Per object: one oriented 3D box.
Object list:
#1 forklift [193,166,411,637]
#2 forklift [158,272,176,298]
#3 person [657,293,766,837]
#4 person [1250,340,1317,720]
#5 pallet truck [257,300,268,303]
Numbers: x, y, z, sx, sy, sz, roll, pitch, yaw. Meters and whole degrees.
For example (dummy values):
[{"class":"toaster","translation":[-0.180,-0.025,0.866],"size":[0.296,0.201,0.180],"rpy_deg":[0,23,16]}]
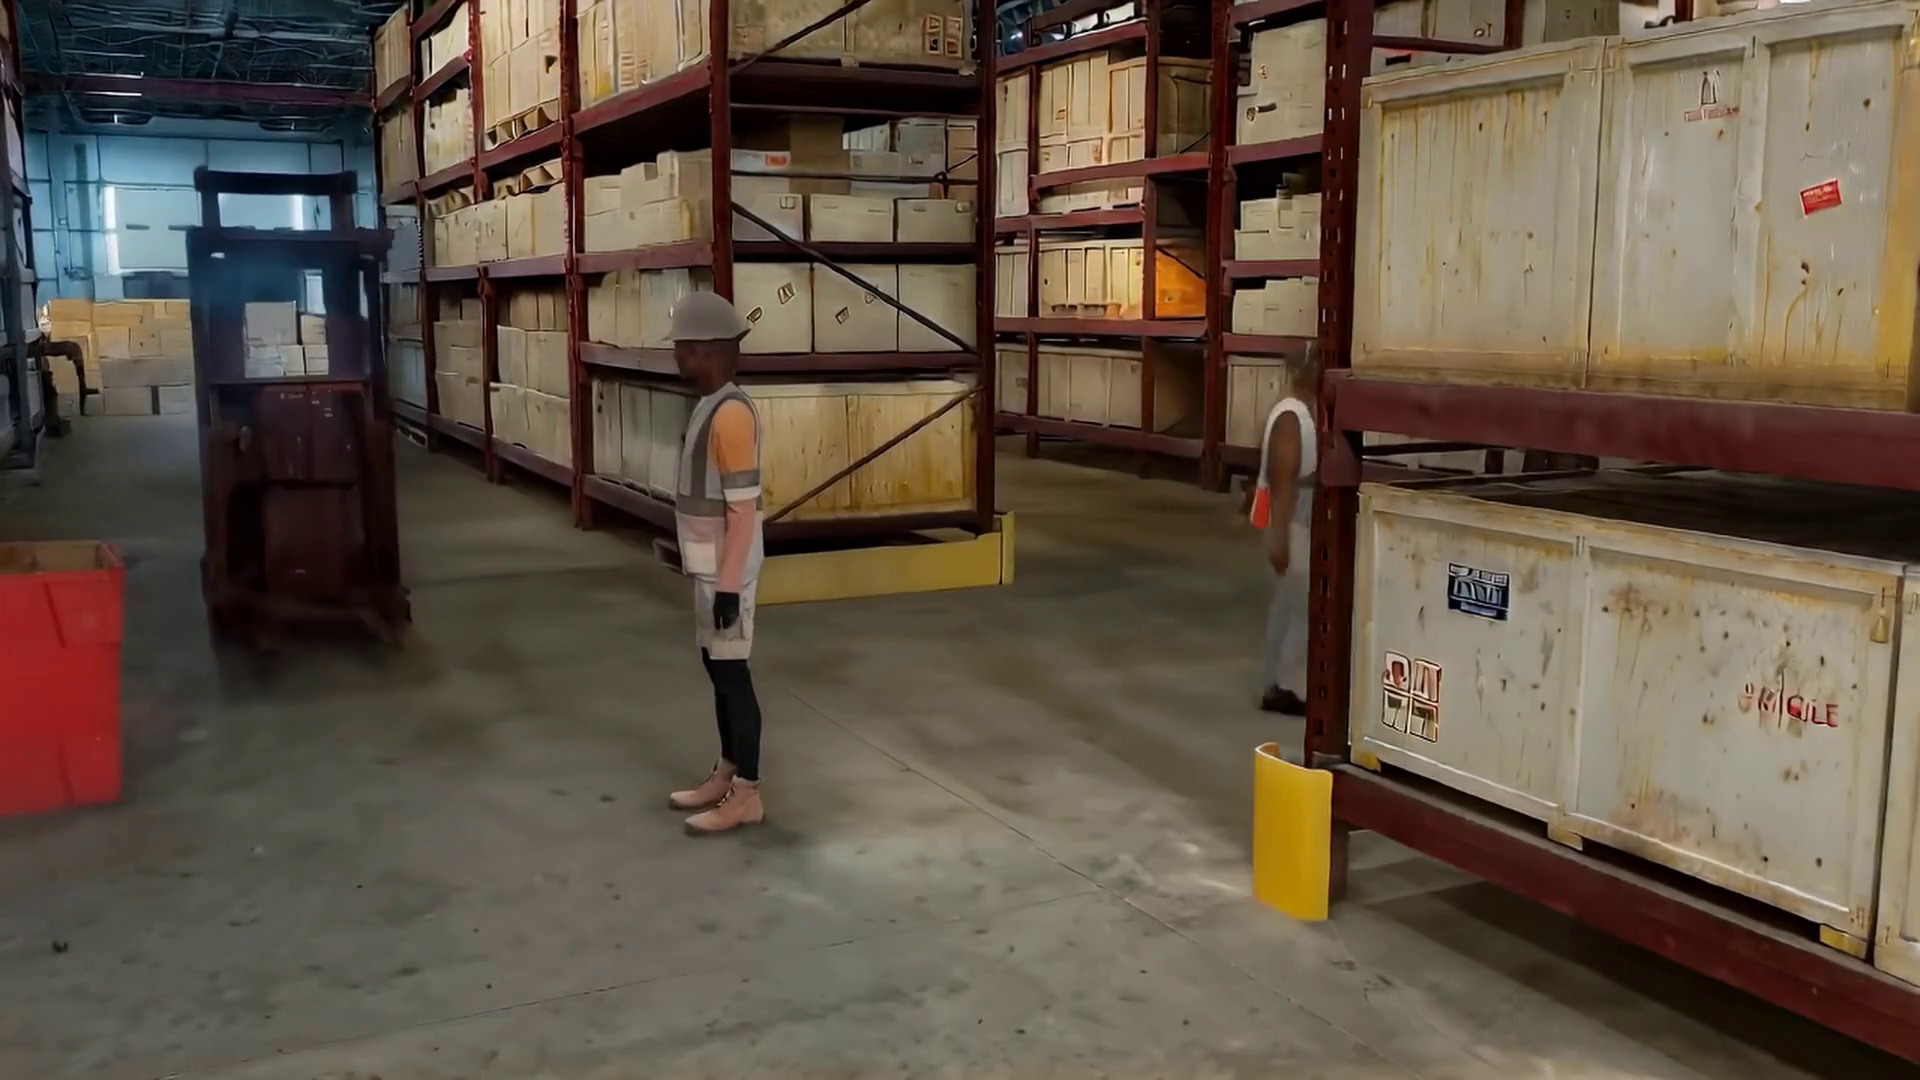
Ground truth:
[{"class":"forklift","translation":[-4.290,-0.946,10.610],"size":[1.129,2.768,1.873],"rpy_deg":[-4,9,-26]},{"class":"forklift","translation":[-24.191,-6.780,50.842],"size":[1.873,2.768,1.129],"rpy_deg":[-3,9,-19]},{"class":"person","translation":[-0.937,0.094,6.312],"size":[0.373,2.043,0.615],"rpy_deg":[-3,9,-17]},{"class":"person","translation":[1.654,-0.042,7.973],"size":[0.505,1.826,0.589],"rpy_deg":[3,9,21]},{"class":"pallet truck","translation":[-23.913,-7.404,58.171],"size":[1.885,1.965,0.823],"rpy_deg":[-1,8,-9]}]
